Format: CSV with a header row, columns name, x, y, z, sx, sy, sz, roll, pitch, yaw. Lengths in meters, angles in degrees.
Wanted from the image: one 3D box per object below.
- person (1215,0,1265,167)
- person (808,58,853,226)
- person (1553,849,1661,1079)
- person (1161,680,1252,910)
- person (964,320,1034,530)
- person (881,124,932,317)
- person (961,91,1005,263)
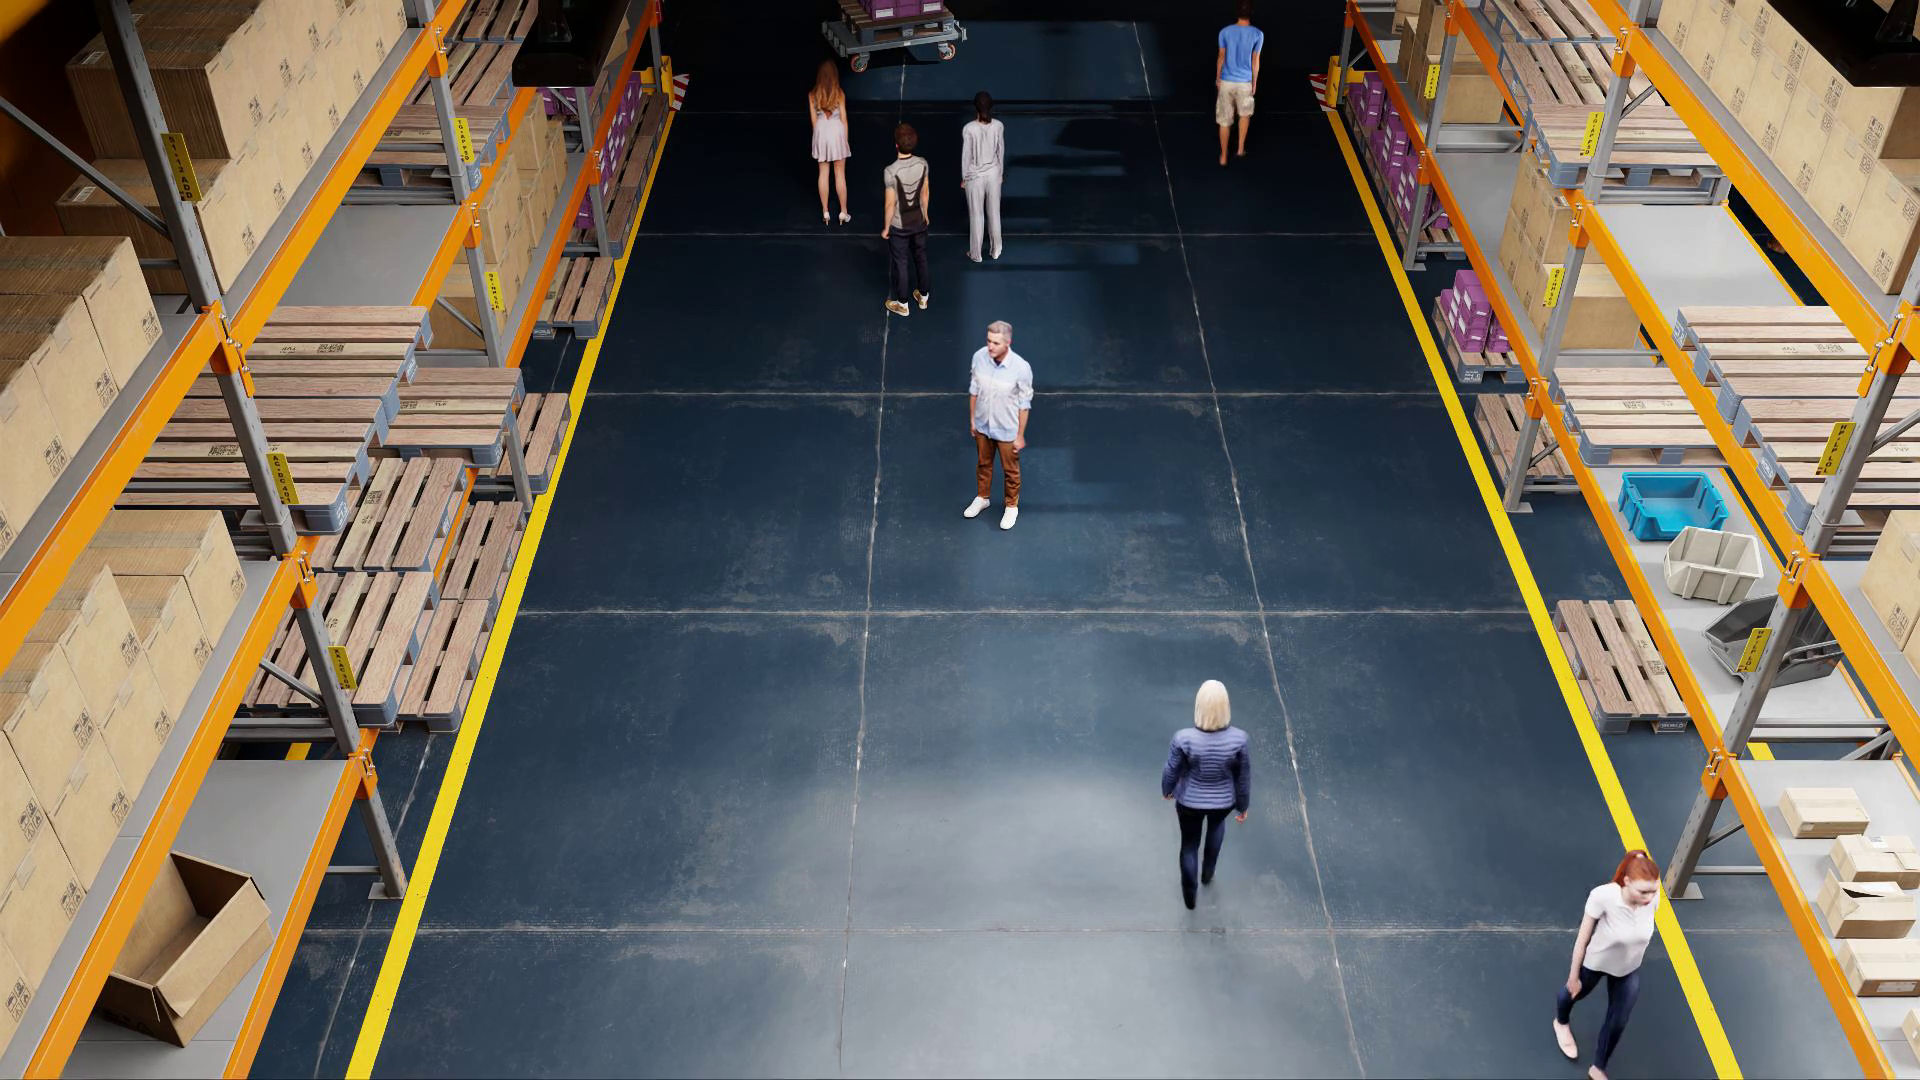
name,x,y,z,sx,sy,sz,roll,pitch,yaw
person,2.988,-4.929,18.046,0.676,1.848,0.715,5,39,7
person,-1.330,-4.060,17.022,0.592,1.769,0.609,5,39,6
person,3.513,2.254,9.156,0.645,1.719,0.858,-3,39,-4
person,1.483,1.599,9.970,0.672,1.727,0.645,0,39,0
person,0.301,-0.932,13.059,0.766,1.827,0.750,18,42,21
person,-0.491,-2.997,15.589,0.738,1.897,0.745,-21,43,-24
person,0.233,-3.577,16.414,0.635,1.773,0.604,-9,40,-12
